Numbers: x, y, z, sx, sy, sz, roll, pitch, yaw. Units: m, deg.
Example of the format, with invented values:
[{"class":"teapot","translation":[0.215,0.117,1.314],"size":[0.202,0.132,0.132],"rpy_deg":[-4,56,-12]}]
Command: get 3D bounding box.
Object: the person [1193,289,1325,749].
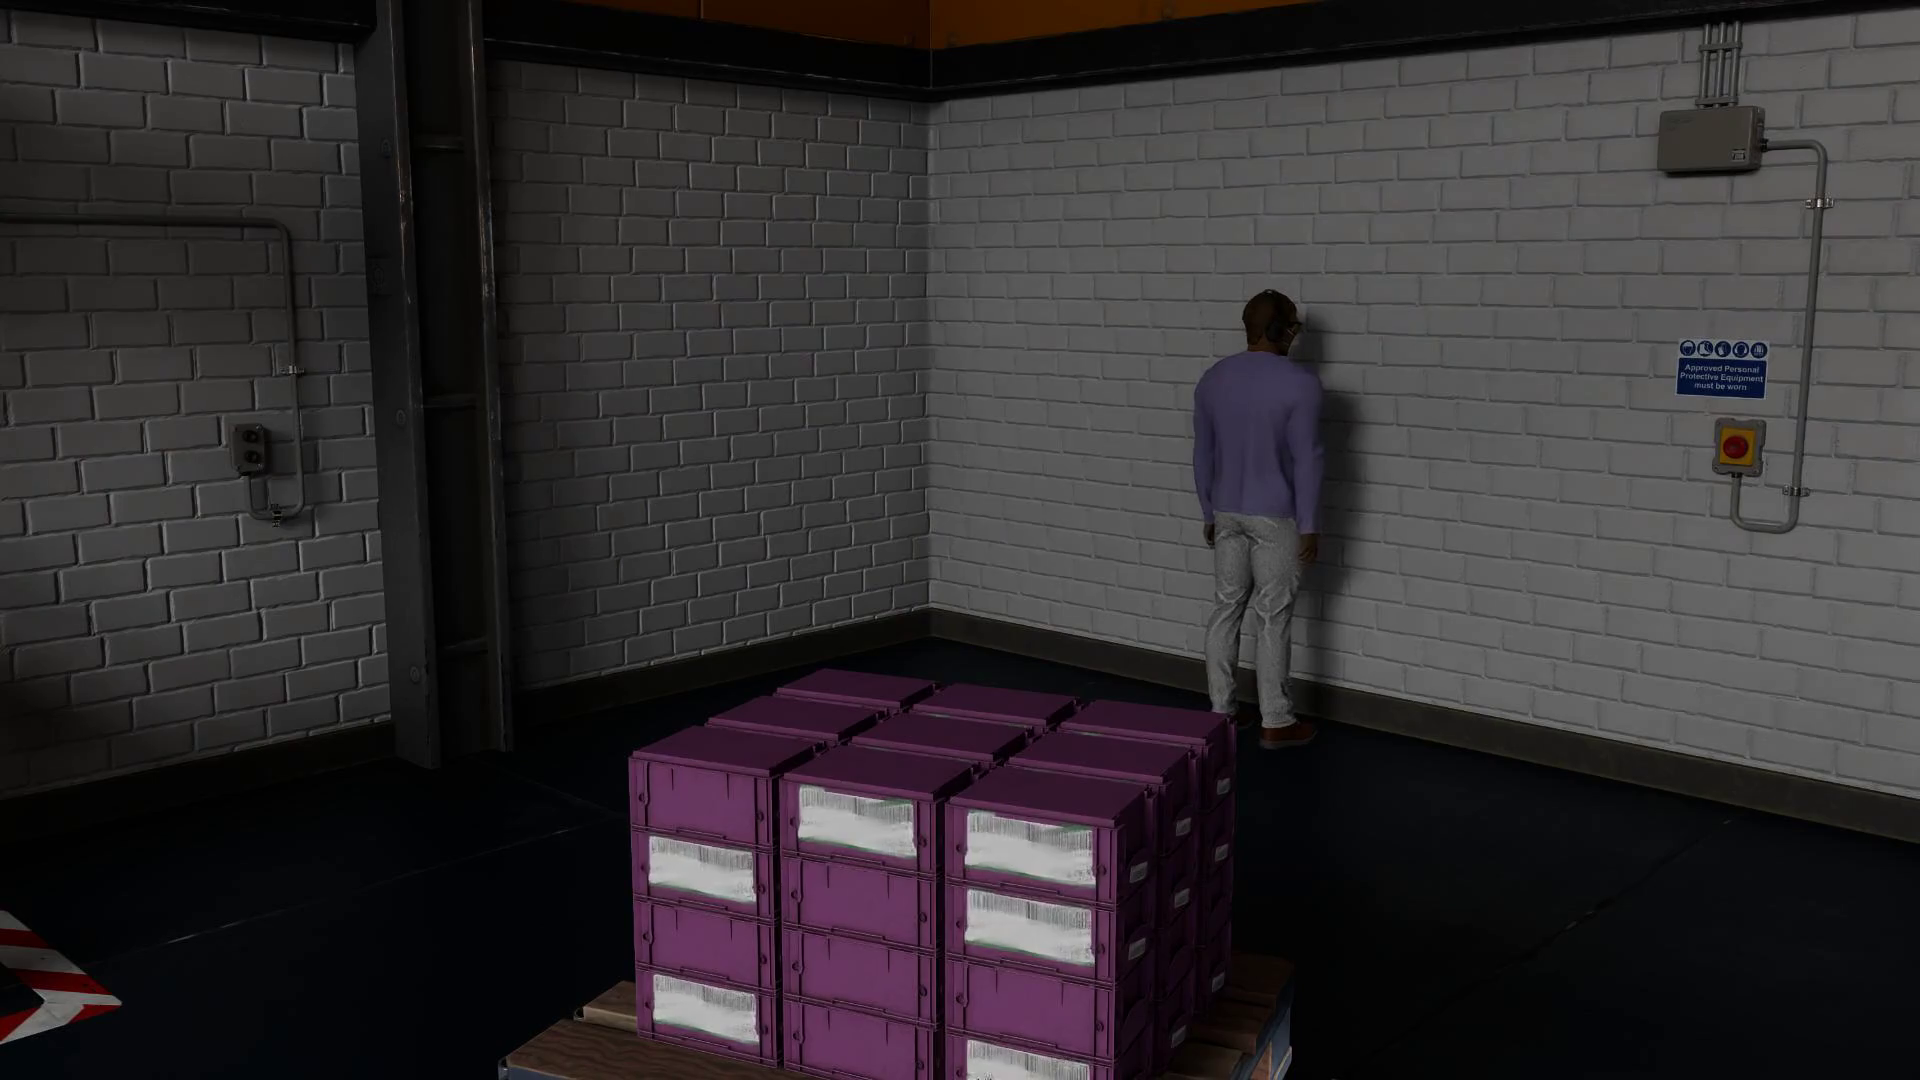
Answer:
[{"class":"person","translation":[1.265,-0.088,7.077],"size":[0.375,1.936,0.628],"rpy_deg":[-9,13,-43]}]
